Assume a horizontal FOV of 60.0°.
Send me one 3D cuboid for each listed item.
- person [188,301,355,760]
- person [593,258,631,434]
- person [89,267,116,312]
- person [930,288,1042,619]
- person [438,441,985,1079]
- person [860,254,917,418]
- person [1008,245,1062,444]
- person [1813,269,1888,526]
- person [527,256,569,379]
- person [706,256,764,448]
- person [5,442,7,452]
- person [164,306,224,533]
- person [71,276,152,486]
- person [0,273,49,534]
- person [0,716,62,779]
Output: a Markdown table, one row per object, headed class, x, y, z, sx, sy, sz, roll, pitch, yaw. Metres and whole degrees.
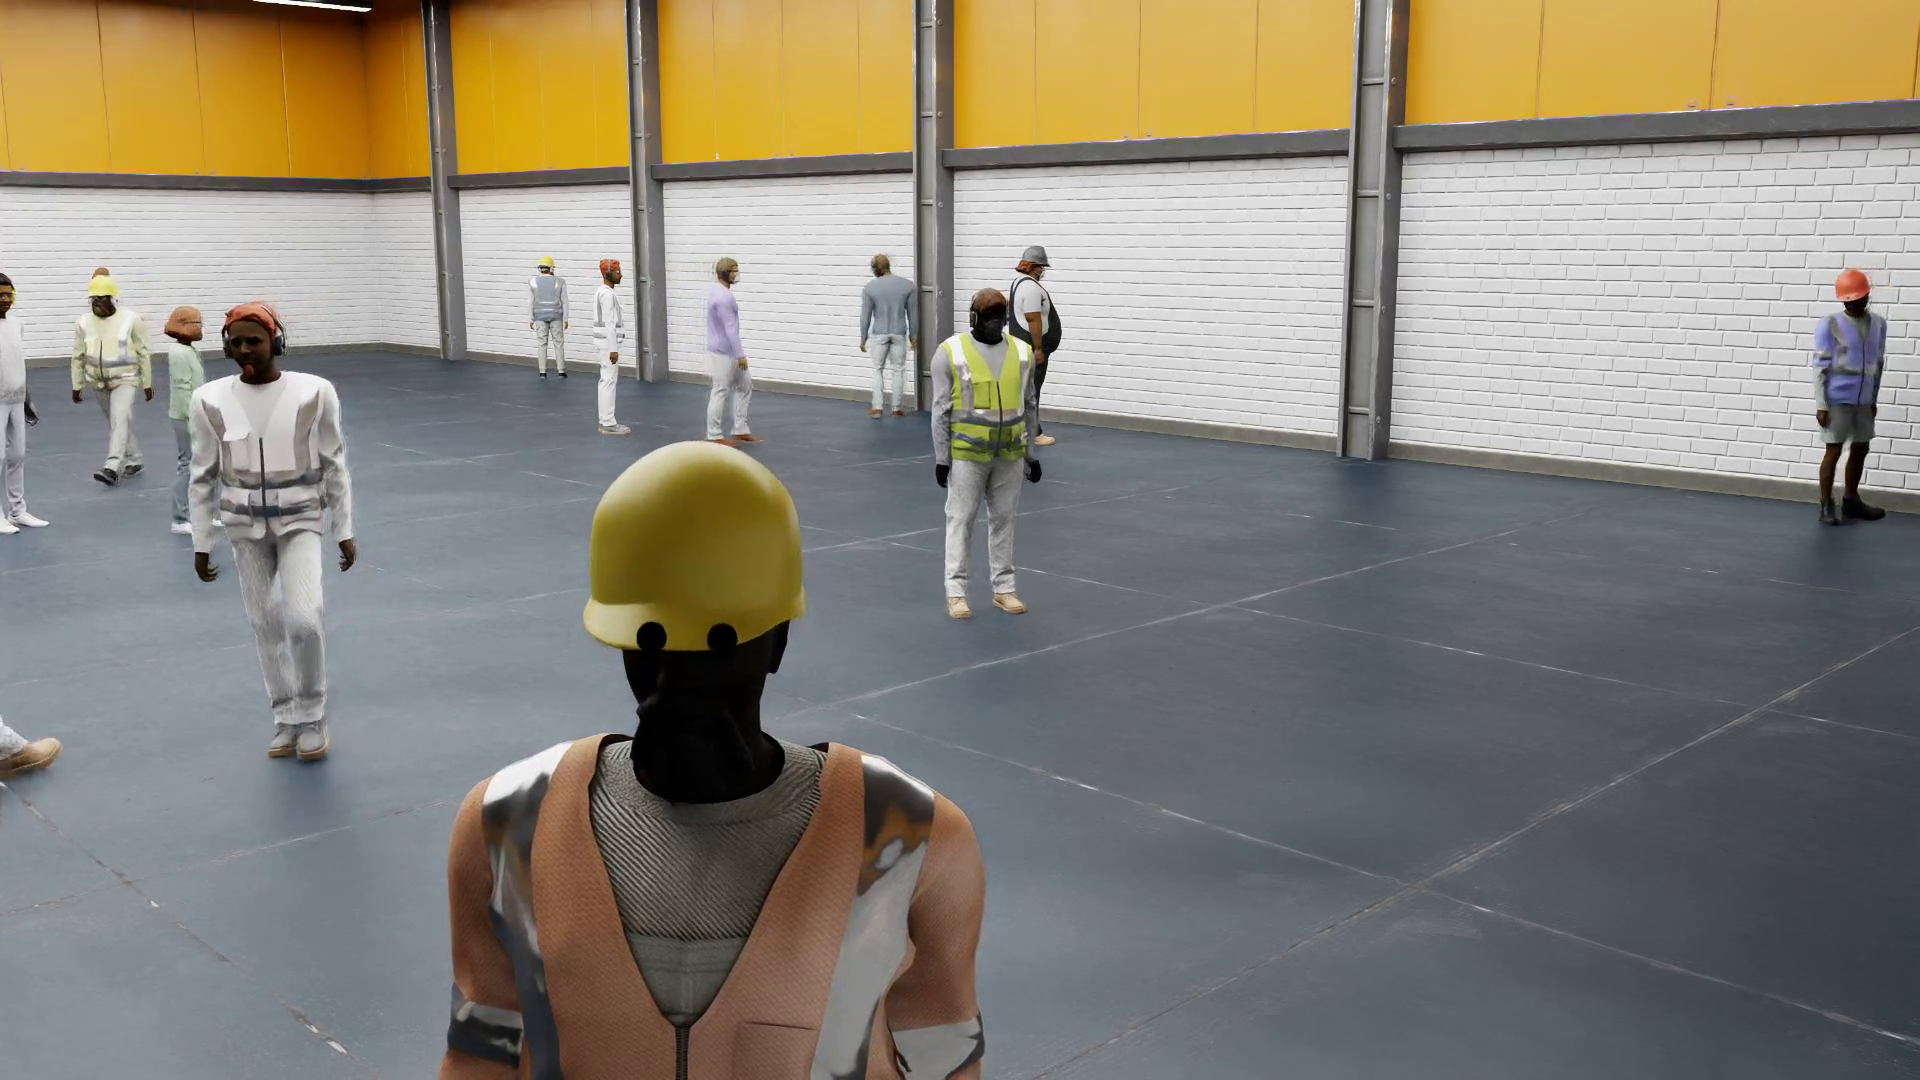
| class | x | y | z | sx | sy | sz | roll | pitch | yaw |
| --- | --- | --- | --- | --- | --- | --- | --- | --- | --- |
| person | -2.781 | -0.013 | 6.692 | 0.606 | 1.864 | 0.570 | -2 | 11 | -9 |
| person | -3.770 | -2.079 | 17.914 | 0.337 | 1.879 | 0.585 | -3 | 11 | -18 |
| person | -13.328 | -3.424 | 25.926 | 0.502 | 1.631 | 0.286 | 5 | 12 | 25 |
| person | 0.151 | -0.484 | 9.341 | 0.645 | 1.838 | 0.429 | -4 | 11 | -21 |
| person | -0.268 | 0.849 | 1.819 | 0.587 | 1.929 | 0.360 | 0 | 10 | 1 |
| person | -0.833 | -2.355 | 19.364 | 0.678 | 1.912 | 0.426 | -2 | 11 | -12 |
| person | 0.774 | -2.009 | 17.101 | 0.536 | 2.000 | 0.676 | -3 | 11 | -14 |
| person | 6.558 | -1.035 | 12.210 | 0.699 | 1.891 | 0.490 | -2 | 11 | -10 |
| person | -6.128 | -3.311 | 24.776 | 0.591 | 1.829 | 0.404 | -2 | 11 | -9 |
| person | -2.225 | -1.855 | 16.587 | 0.722 | 1.918 | 0.641 | -1 | 10 | -6 |
| person | -9.313 | -1.685 | 16.091 | 0.328 | 1.766 | 0.531 | -3 | 11 | -18 |
| person | -5.539 | -0.853 | 11.970 | 0.343 | 1.635 | 0.512 | -3 | 11 | -18 |
| person | -7.343 | -1.371 | 14.323 | 0.612 | 1.776 | 0.946 | 0 | 10 | 0 |
| person | -6.876 | -0.984 | 11.988 | 0.317 | 1.865 | 0.523 | 2 | 11 | 12 |
| person | -4.037 | 0.104 | 6.276 | 0.622 | 1.795 | 0.948 | 7 | 13 | 35 |
